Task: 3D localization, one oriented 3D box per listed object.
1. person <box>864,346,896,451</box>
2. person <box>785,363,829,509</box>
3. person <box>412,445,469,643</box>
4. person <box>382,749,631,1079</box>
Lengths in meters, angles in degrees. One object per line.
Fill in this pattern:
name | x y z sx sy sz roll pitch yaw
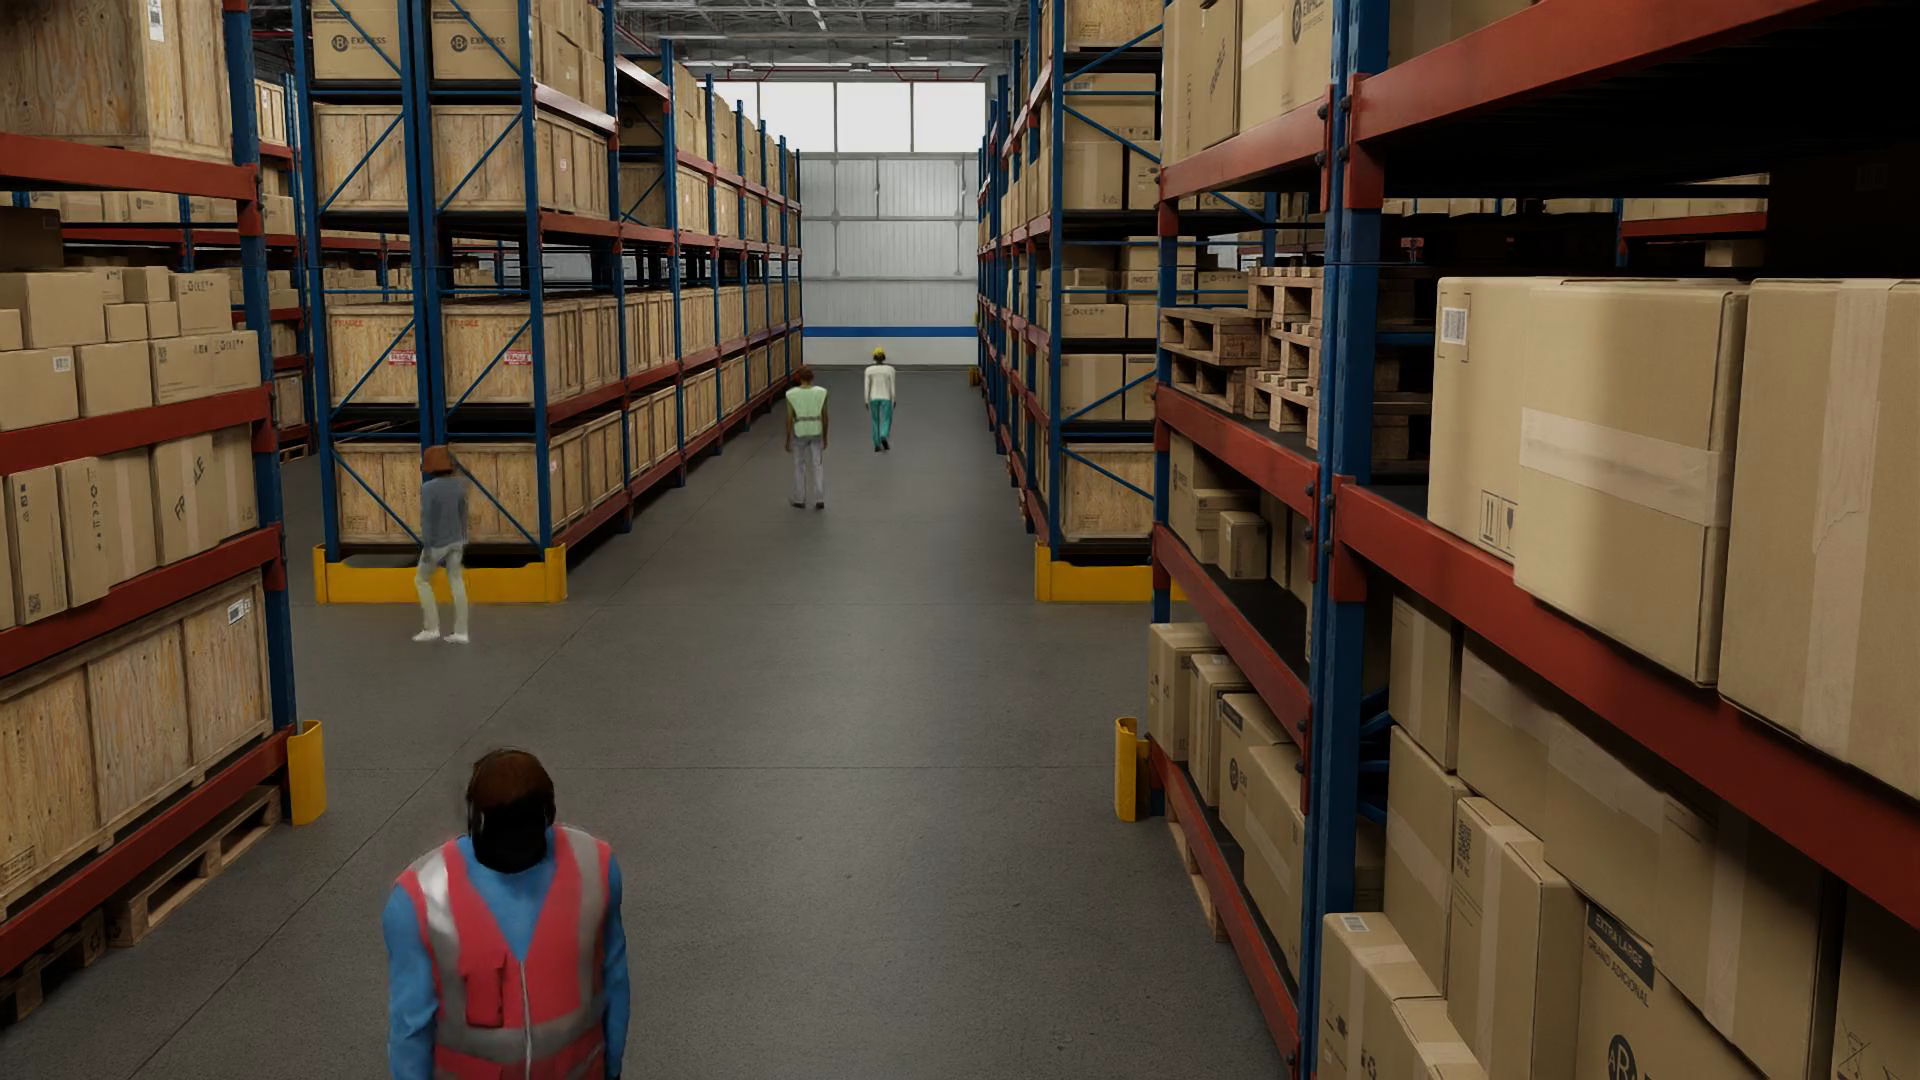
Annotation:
person | -1.331 -2.351 27.706 0.544 1.747 0.462 1 9 6
person | -1.926 -1.307 21.041 0.570 1.840 0.373 -4 10 -21
person | -4.241 0.037 13.471 0.585 1.613 0.533 4 10 25
person | -1.151 1.427 4.324 0.630 1.828 0.452 -4 10 -22
